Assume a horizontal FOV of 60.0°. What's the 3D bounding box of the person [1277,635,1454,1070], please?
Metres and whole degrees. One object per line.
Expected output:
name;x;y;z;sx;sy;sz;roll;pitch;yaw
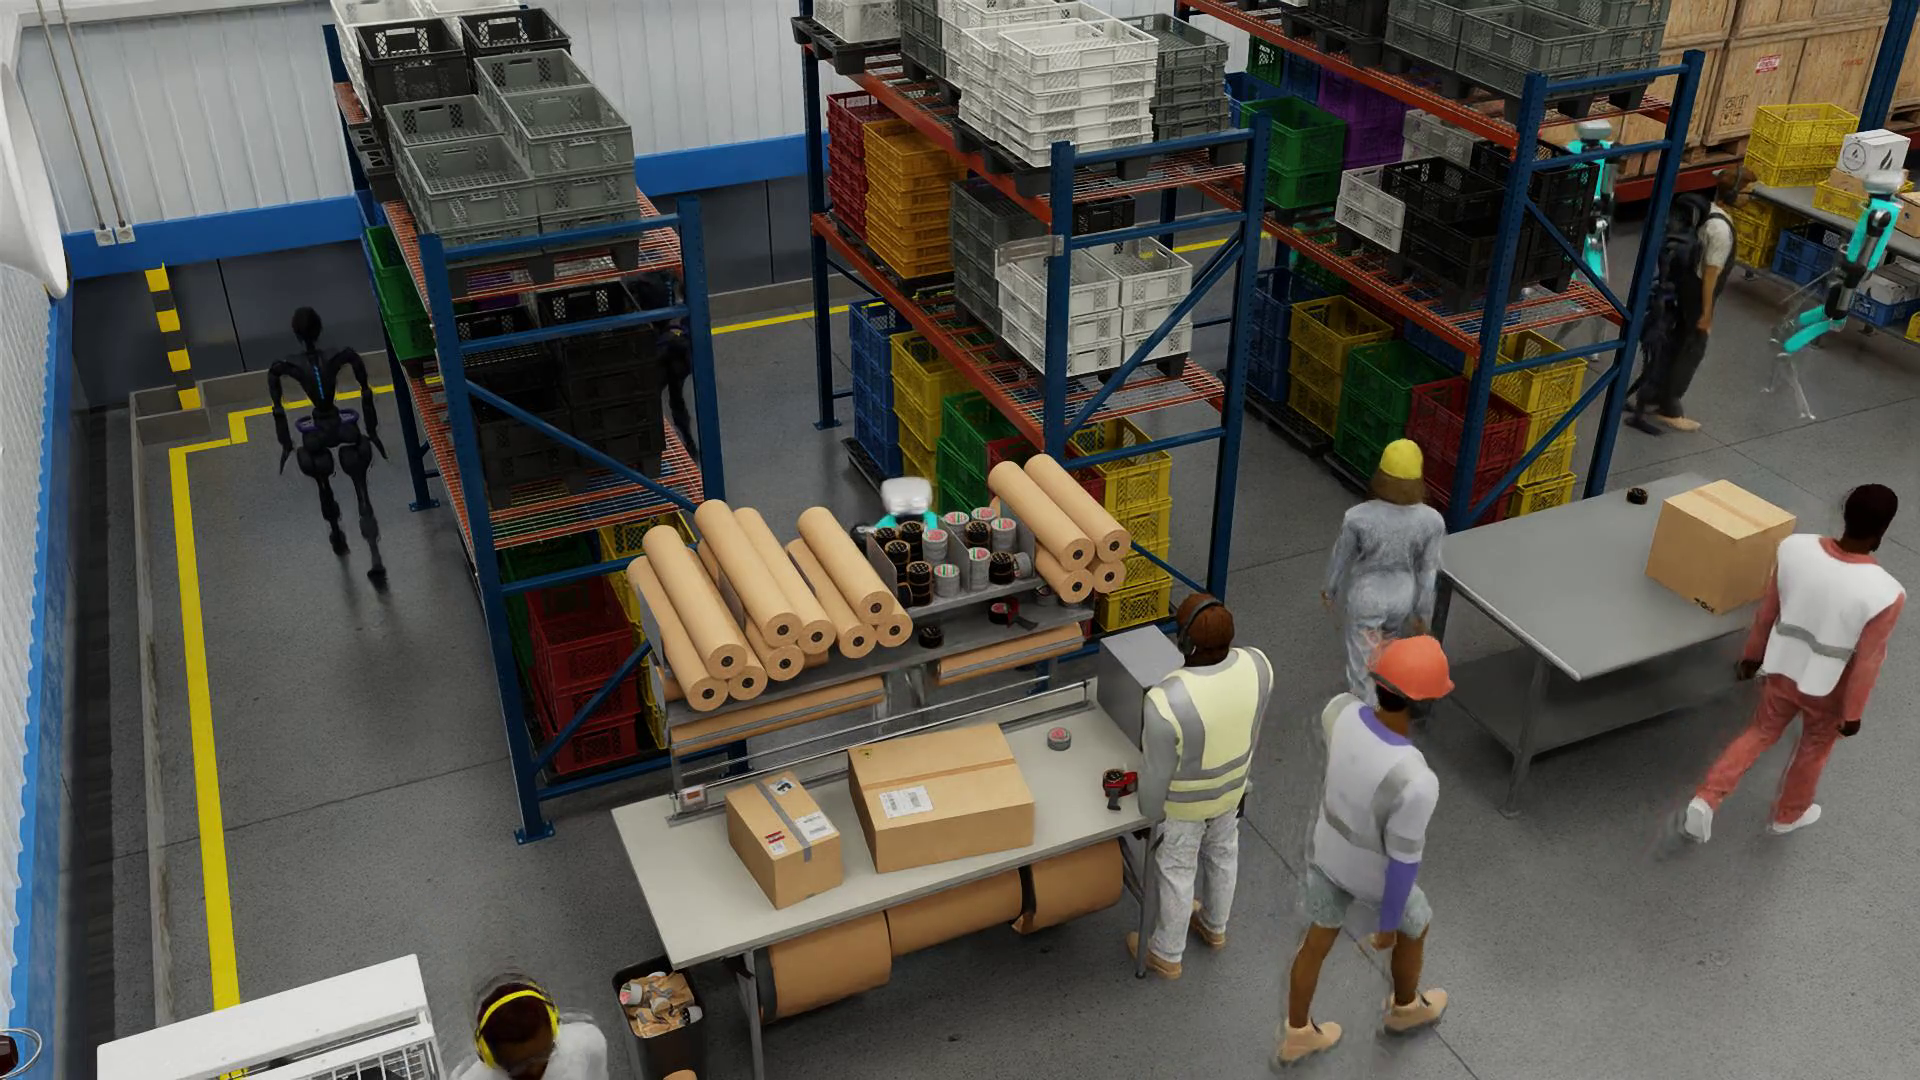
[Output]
person;1.659;1.184;6.396;0.928;1.995;0.601;-19;36;-27

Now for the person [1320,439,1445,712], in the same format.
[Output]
person;2.048;0.273;8.157;0.500;1.689;0.904;-1;32;-2

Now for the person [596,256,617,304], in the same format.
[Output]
person;-2.648;-2.154;11.976;0.384;1.836;0.566;20;37;30

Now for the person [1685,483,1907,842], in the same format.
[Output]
person;3.766;0.606;7.448;0.774;1.888;0.592;-17;36;-26

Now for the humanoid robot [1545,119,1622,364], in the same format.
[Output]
humanoid robot;4.527;-2.075;11.958;0.557;1.778;0.778;-6;32;-10

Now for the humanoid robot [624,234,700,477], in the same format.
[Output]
humanoid robot;-1.895;-1.157;10.527;0.353;1.654;0.615;23;38;32

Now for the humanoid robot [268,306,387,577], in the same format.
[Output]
humanoid robot;-3.624;-0.544;9.554;0.602;1.641;0.749;-14;34;-22

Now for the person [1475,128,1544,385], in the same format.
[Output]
person;3.853;-2.014;11.697;0.559;1.890;0.937;-1;32;-2

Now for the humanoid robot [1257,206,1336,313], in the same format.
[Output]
humanoid robot;2.610;-2.604;12.840;1.005;1.774;0.530;25;40;35

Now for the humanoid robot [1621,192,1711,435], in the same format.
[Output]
humanoid robot;4.685;-1.532;11.135;0.386;1.671;0.590;23;38;32

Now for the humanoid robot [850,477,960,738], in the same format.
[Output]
humanoid robot;-0.307;0.386;7.956;0.530;1.787;0.785;-9;33;-14

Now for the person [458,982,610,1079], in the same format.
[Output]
person;-1.315;1.984;5.256;0.502;1.834;0.906;-21;37;-30

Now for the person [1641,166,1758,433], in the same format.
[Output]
person;4.934;-1.609;11.098;0.379;1.833;0.528;7;32;12

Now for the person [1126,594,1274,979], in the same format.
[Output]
person;0.946;1.016;6.820;0.623;1.844;0.431;-20;37;-29

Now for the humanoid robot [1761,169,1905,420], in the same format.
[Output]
humanoid robot;5.793;-1.679;11.334;0.798;1.806;0.531;17;36;26
